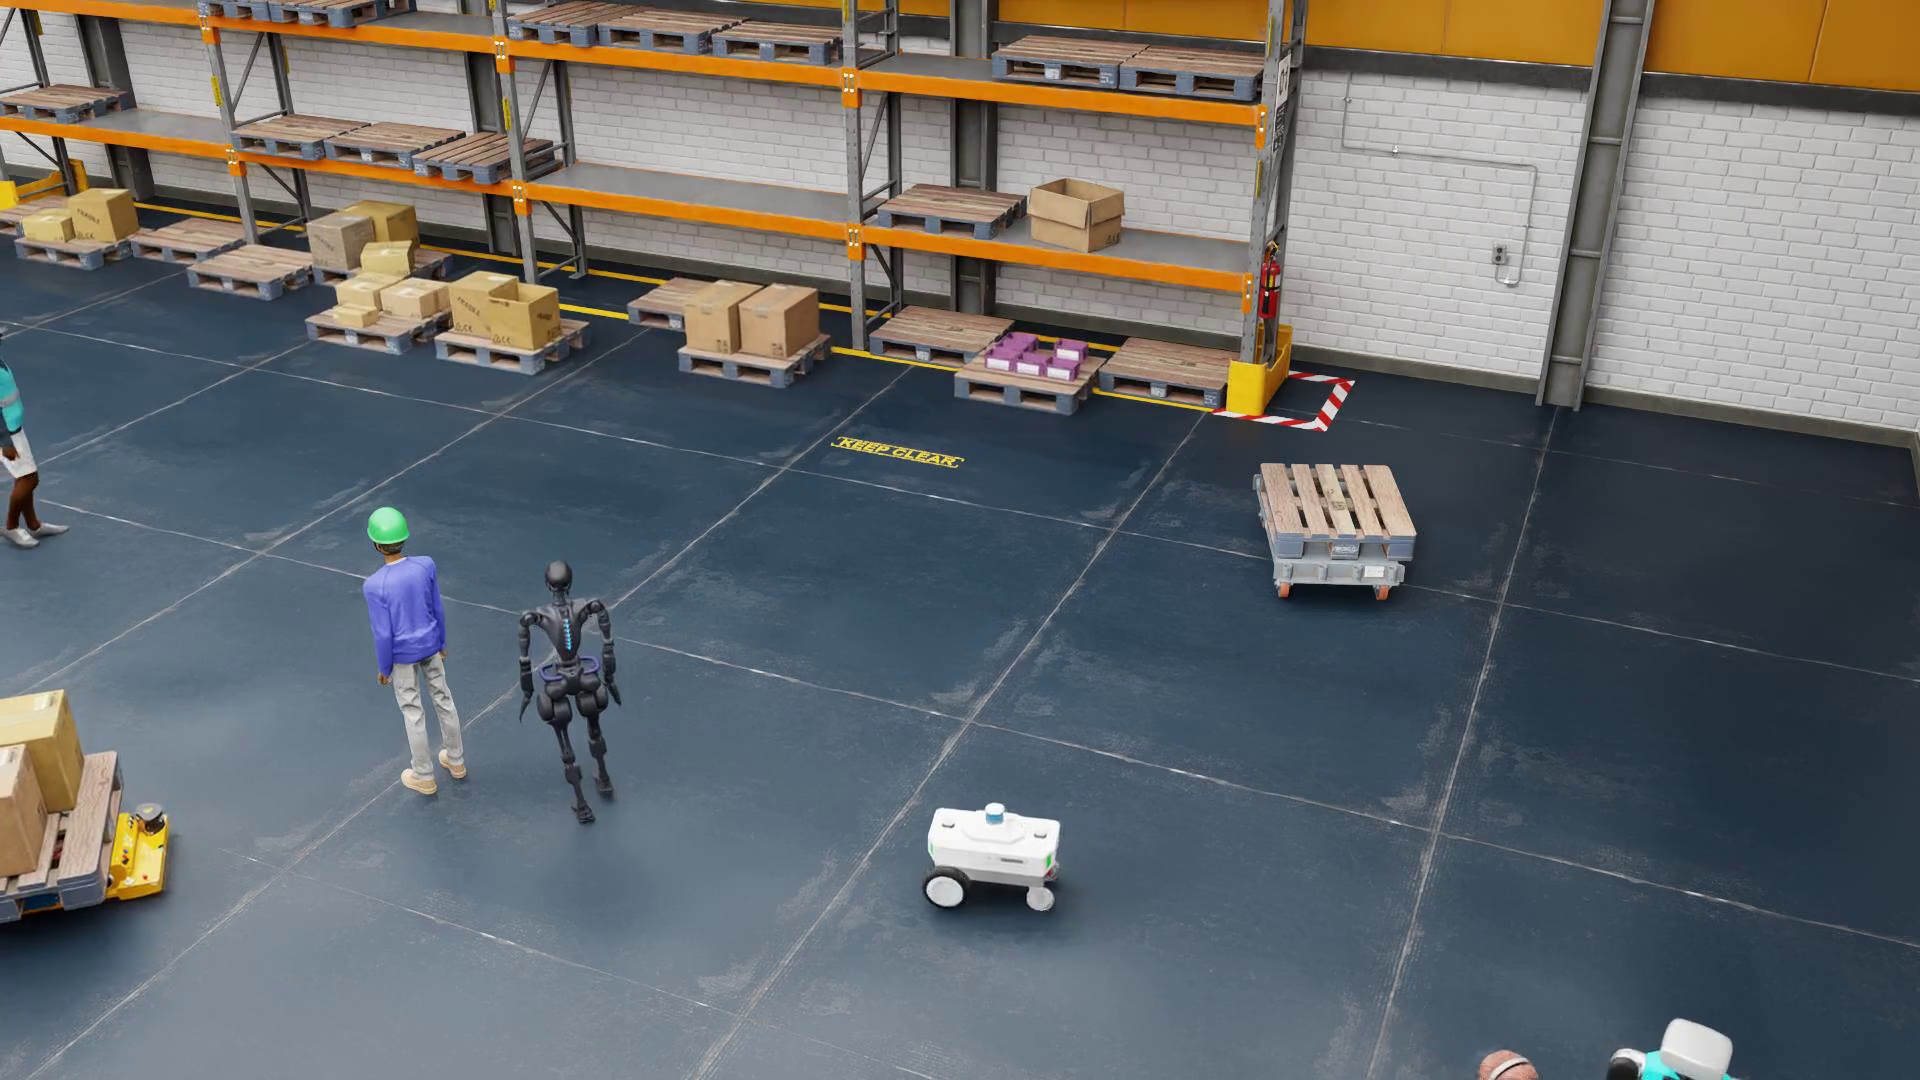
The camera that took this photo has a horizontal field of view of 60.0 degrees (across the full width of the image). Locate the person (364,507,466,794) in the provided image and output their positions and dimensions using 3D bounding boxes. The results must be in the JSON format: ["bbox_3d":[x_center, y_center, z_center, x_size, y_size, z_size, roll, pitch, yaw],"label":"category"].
[{"bbox_3d":[-3.267,0.660,9.905,0.347,1.874,0.459,24,35,38],"label":"person"}]

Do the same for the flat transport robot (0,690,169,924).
[{"bbox_3d":[-5.243,1.864,9.318,1.431,0.231,0.659,-9,29,-17],"label":"flat transport robot"}]

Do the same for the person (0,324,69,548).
[{"bbox_3d":[-7.335,-0.850,12.773,0.459,1.927,0.565,-11,29,-21],"label":"person"}]

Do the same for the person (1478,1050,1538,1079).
[{"bbox_3d":[1.905,2.637,6.086,0.661,1.858,0.906,-11,29,-21],"label":"person"}]

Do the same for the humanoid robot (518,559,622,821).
[{"bbox_3d":[-2.300,0.855,9.740,0.591,1.650,0.470,-12,30,-22],"label":"humanoid robot"}]

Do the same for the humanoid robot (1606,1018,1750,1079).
[{"bbox_3d":[2.549,2.664,6.164,0.530,1.774,0.764,11,29,21],"label":"humanoid robot"}]

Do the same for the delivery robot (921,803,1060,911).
[{"bbox_3d":[0.193,1.730,9.249,0.756,0.580,0.499,5,28,9],"label":"delivery robot"}]
